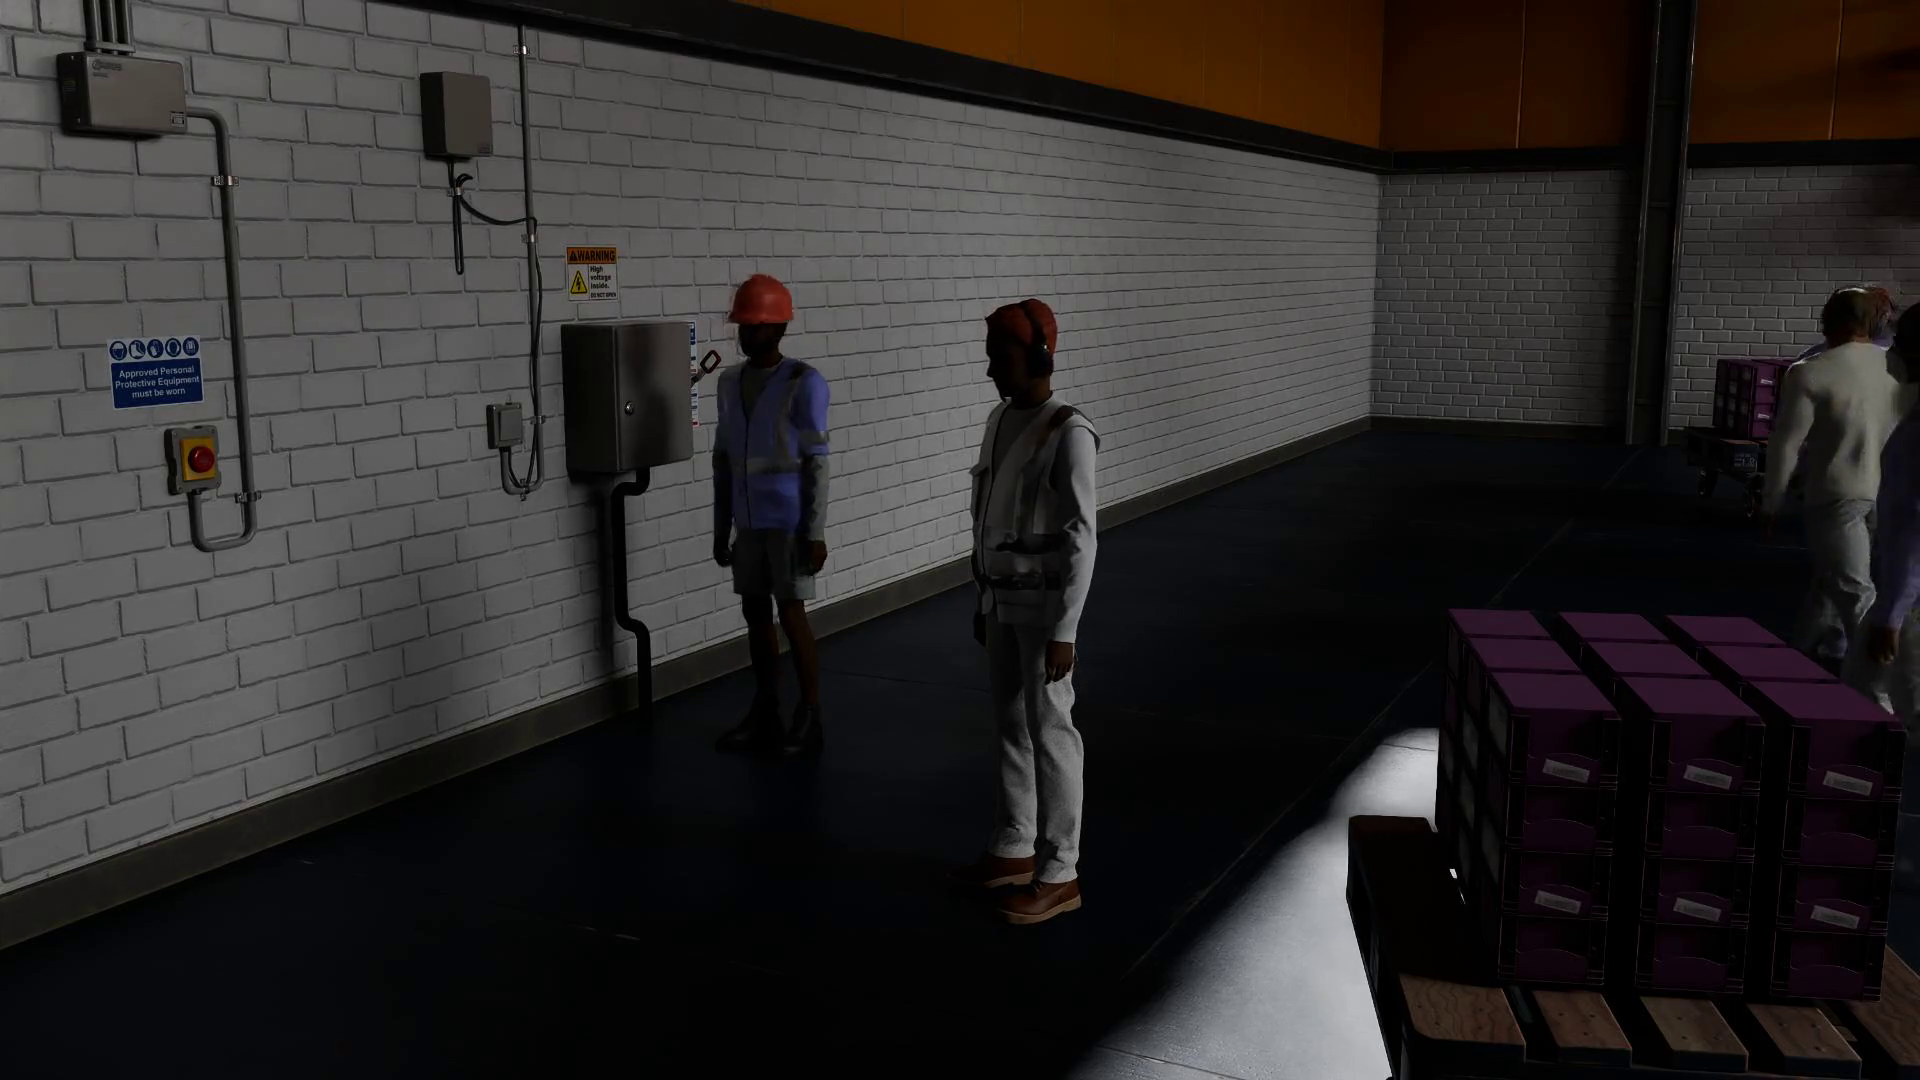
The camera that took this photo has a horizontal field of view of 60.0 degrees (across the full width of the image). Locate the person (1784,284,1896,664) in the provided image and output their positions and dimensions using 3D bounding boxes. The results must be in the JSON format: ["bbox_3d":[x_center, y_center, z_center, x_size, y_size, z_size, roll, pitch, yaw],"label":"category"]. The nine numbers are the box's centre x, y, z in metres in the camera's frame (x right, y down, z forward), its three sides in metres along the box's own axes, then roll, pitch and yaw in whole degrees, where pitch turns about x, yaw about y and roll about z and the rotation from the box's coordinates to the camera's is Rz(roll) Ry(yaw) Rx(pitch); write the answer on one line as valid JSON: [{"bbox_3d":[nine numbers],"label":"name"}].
[{"bbox_3d":[4.465,-0.351,8.426,0.674,1.850,0.957,2,10,12],"label":"person"}]

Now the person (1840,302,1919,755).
[{"bbox_3d":[3.048,0.178,5.269,0.920,1.904,0.643,8,12,38],"label":"person"}]

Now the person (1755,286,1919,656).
[{"bbox_3d":[3.830,-0.160,7.266,0.656,1.865,1.046,-2,10,-12],"label":"person"}]

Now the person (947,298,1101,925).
[{"bbox_3d":[0.199,0.215,5.077,0.356,1.887,0.573,-5,11,-27],"label":"person"}]

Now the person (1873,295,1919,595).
[{"bbox_3d":[4.312,-0.166,7.126,0.618,1.954,0.922,-8,13,-39],"label":"person"}]

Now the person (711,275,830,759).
[{"bbox_3d":[-0.770,-0.084,6.679,0.590,1.929,0.368,7,12,36],"label":"person"}]
